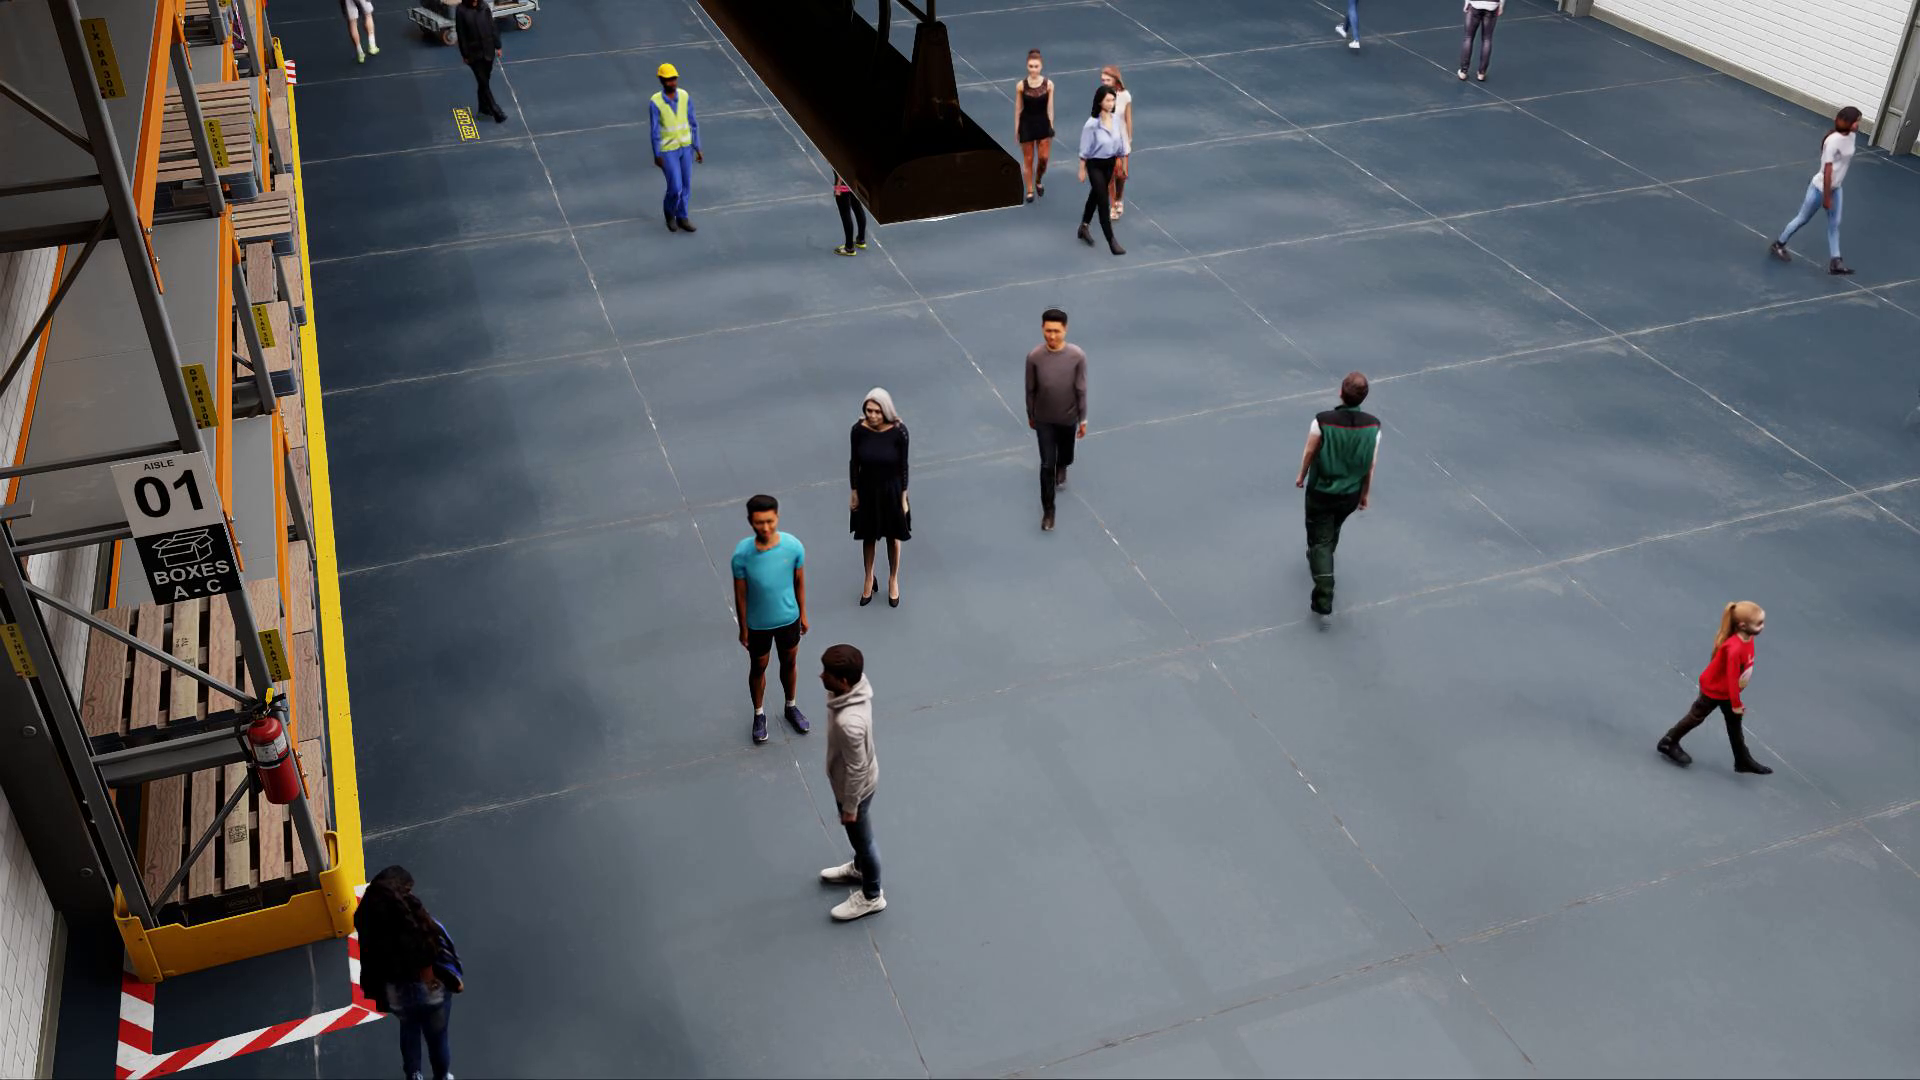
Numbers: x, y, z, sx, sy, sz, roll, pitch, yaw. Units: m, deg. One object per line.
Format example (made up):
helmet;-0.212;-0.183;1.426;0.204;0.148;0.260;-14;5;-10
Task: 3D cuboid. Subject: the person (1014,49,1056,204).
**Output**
person;0.815;-4.544;18.199;0.697;1.670;0.732;0;34;-1

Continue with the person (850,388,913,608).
person;-0.560;-0.289;11.730;0.690;1.746;0.704;3;34;5

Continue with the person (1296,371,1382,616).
person;2.636;-0.308;11.699;0.894;1.810;1.216;-2;34;-2

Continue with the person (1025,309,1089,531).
person;0.759;-0.980;12.774;1.159;1.740;0.919;-10;35;-14

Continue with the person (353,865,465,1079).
person;-2.638;2.245;8.038;0.708;1.612;0.737;-2;34;-4

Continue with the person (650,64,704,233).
person;-3.023;-4.120;17.443;0.763;1.801;0.776;-25;41;-33

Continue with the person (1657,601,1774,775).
person;4.680;0.915;10.369;0.958;1.247;0.775;26;41;33

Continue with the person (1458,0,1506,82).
person;6.795;-6.914;21.629;0.760;1.821;0.739;2;34;3

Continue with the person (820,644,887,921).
person;-0.582;1.325;9.204;0.763;1.852;0.574;-6;34;-9

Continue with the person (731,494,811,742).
person;-1.202;0.483;10.540;0.604;1.777;0.501;-11;35;-17

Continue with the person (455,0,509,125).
person;-5.905;-5.998;20.330;0.888;1.733;1.158;-26;42;-33

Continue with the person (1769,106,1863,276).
person;8.572;-3.502;16.629;0.773;1.672;1.189;-19;38;-26

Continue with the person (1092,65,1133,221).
person;1.635;-4.272;17.789;0.699;1.672;0.728;3;34;4

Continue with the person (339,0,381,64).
person;-8.129;-7.298;22.210;0.670;1.817;0.718;-8;34;-12

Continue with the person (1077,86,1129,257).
person;1.386;-3.815;17.066;0.871;1.710;1.141;-22;39;-29

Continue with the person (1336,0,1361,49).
person;5.435;-7.561;22.735;0.697;1.674;1.161;-8;34;-12
